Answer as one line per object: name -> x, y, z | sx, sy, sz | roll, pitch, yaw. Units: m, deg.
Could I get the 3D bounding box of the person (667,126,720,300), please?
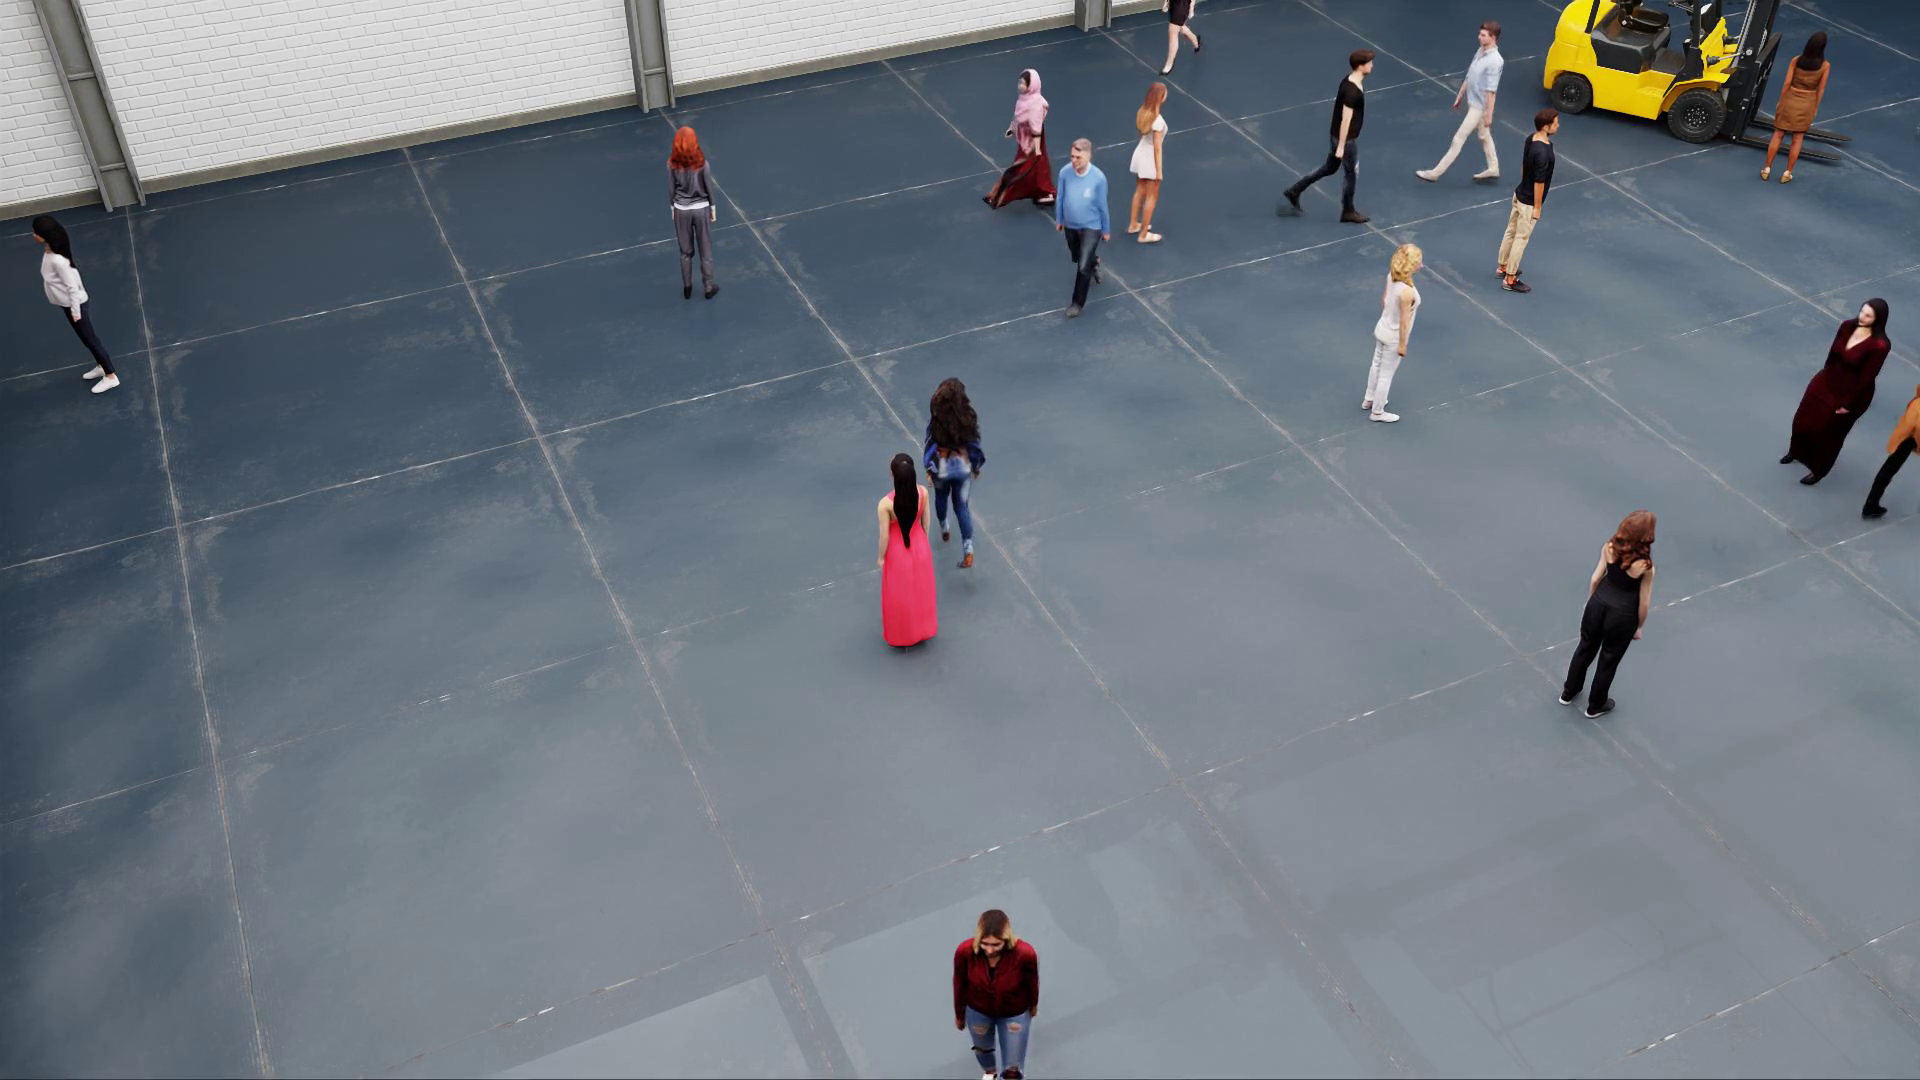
person -> -2.585, -3.149, 16.065 | 0.578, 1.778, 0.709 | 0, 39, 0

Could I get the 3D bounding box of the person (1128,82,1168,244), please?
person -> 1.916, -3.877, 17.048 | 0.541, 1.690, 0.576 | -13, 40, -16

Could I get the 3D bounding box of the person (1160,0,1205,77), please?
person -> 2.755, -6.565, 20.466 | 1.052, 1.624, 0.702 | -27, 46, -29

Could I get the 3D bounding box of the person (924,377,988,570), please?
person -> -0.048, -0.483, 12.875 | 1.043, 1.594, 0.903 | -7, 39, -9

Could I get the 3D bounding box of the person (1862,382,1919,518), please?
person -> 7.626, -0.867, 13.279 | 1.116, 1.687, 0.828 | -10, 40, -12

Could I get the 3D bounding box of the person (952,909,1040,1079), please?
person -> 0.206, 2.507, 9.110 | 0.705, 1.619, 0.793 | 5, 39, 6

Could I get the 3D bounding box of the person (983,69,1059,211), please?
person -> 0.822, -4.200, 17.536 | 1.152, 1.584, 0.901 | -1, 39, -1

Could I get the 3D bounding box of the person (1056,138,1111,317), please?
person -> 1.219, -3.062, 15.953 | 1.072, 1.782, 1.193 | 16, 41, 19

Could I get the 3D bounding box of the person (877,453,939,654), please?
person -> -0.393, 0.094, 12.046 | 0.528, 1.726, 0.688 | -21, 43, -24

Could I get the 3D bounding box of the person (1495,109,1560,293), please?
person -> 5.544, -3.336, 16.234 | 0.672, 1.859, 0.703 | 0, 39, -1

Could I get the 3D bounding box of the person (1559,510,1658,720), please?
person -> 4.509, 0.504, 11.515 | 0.620, 1.748, 0.649 | -30, 47, -32

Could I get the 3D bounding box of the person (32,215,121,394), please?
person -> -7.906, -2.119, 14.838 | 0.613, 1.700, 0.663 | -25, 45, -28

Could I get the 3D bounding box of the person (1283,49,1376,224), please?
person -> 3.887, -4.177, 17.281 | 1.277, 1.866, 1.106 | 5, 39, 6

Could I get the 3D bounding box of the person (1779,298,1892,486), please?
person -> 7.319, -1.221, 13.674 | 0.623, 1.748, 0.668 | -11, 40, -14

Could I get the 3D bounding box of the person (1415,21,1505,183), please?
person -> 5.687, -4.679, 17.966 | 1.304, 1.796, 0.990 | -1, 39, -2

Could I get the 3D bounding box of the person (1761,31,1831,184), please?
person -> 9.102, -4.705, 18.084 | 0.647, 1.690, 0.681 | 19, 42, 22

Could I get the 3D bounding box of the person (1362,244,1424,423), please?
person -> 3.759, -1.815, 14.479 | 0.634, 1.672, 0.650 | -6, 39, -7
